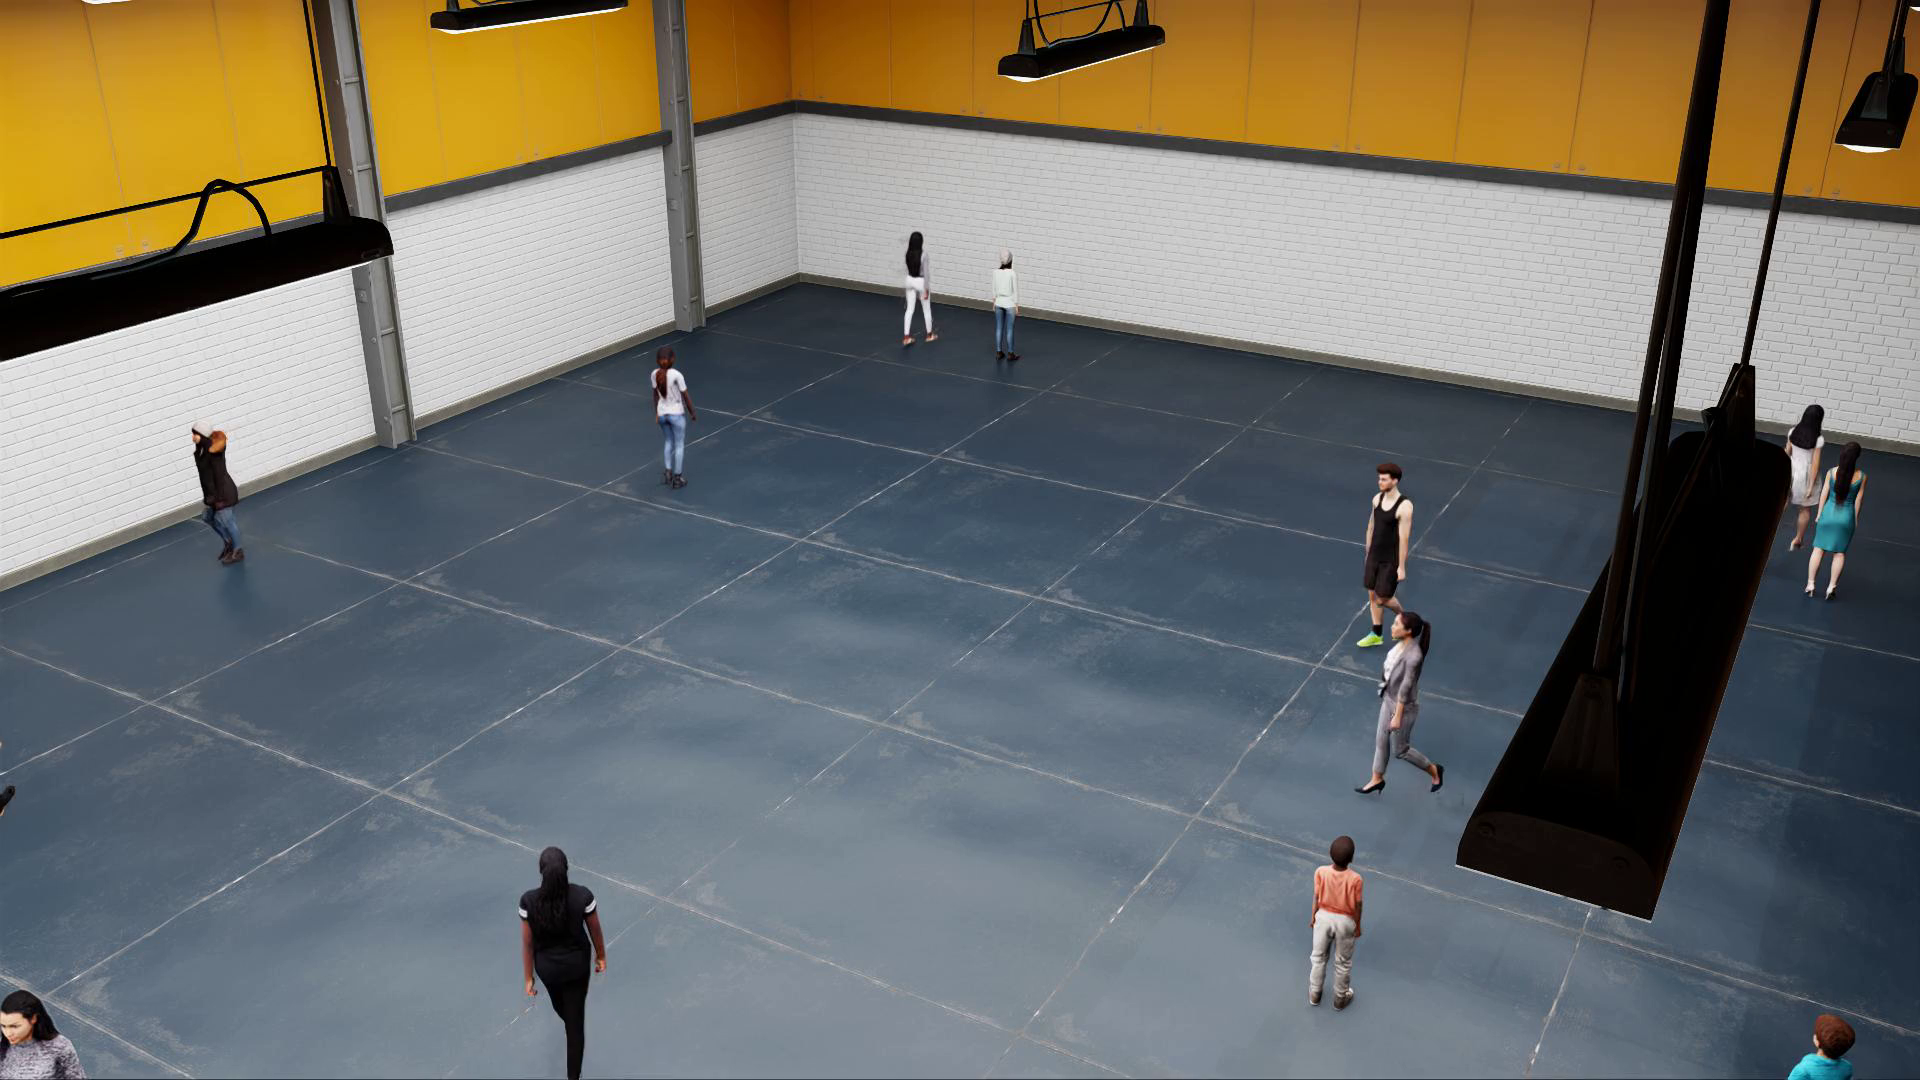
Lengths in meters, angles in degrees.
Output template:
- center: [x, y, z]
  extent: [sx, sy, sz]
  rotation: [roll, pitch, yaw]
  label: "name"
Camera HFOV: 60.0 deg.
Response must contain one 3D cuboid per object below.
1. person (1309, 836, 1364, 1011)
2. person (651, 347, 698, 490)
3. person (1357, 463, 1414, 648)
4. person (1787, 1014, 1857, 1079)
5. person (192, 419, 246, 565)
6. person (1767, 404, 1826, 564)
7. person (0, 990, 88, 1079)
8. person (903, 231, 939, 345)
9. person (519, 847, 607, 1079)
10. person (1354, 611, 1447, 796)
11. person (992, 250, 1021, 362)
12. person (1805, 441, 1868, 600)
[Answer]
- center: [2.496, 2.533, 11.051]
  extent: [0.507, 1.310, 0.495]
  rotation: [10, 26, 22]
  label: "person"
- center: [-3.406, -1.441, 19.636]
  extent: [0.619, 1.716, 0.642]
  rotation: [10, 26, 22]
  label: "person"
- center: [4.114, 0.149, 15.795]
  extent: [0.952, 1.879, 0.887]
  rotation: [-13, 27, -27]
  label: "person"
- center: [4.709, 3.287, 9.182]
  extent: [0.906, 1.426, 0.963]
  rotation: [-7, 24, -15]
  label: "person"
- center: [-7.803, -0.532, 17.670]
  extent: [0.651, 1.625, 0.611]
  rotation: [18, 29, 35]
  label: "person"
- center: [8.791, -0.551, 17.589]
  extent: [1.249, 1.725, 0.895]
  rotation: [-18, 30, -36]
  label: "person"
- center: [-4.947, 3.175, 9.057]
  extent: [0.694, 1.732, 0.707]
  rotation: [-2, 24, -4]
  label: "person"
- center: [-0.686, -3.782, 24.992]
  extent: [0.600, 1.715, 0.853]
  rotation: [14, 27, 29]
  label: "person"
- center: [-2.432, 2.695, 10.213]
  extent: [1.082, 1.685, 1.232]
  rotation: [-3, 24, -6]
  label: "person"
- center: [3.591, 1.357, 13.307]
  extent: [0.948, 1.658, 0.986]
  rotation: [1, 24, 2]
  label: "person"
- center: [0.666, -3.443, 24.306]
  extent: [0.556, 1.644, 0.480]
  rotation: [13, 27, 27]
  label: "person"
- center: [8.882, -0.200, 16.836]
  extent: [0.533, 1.685, 0.475]
  rotation: [14, 27, 29]
  label: "person"
